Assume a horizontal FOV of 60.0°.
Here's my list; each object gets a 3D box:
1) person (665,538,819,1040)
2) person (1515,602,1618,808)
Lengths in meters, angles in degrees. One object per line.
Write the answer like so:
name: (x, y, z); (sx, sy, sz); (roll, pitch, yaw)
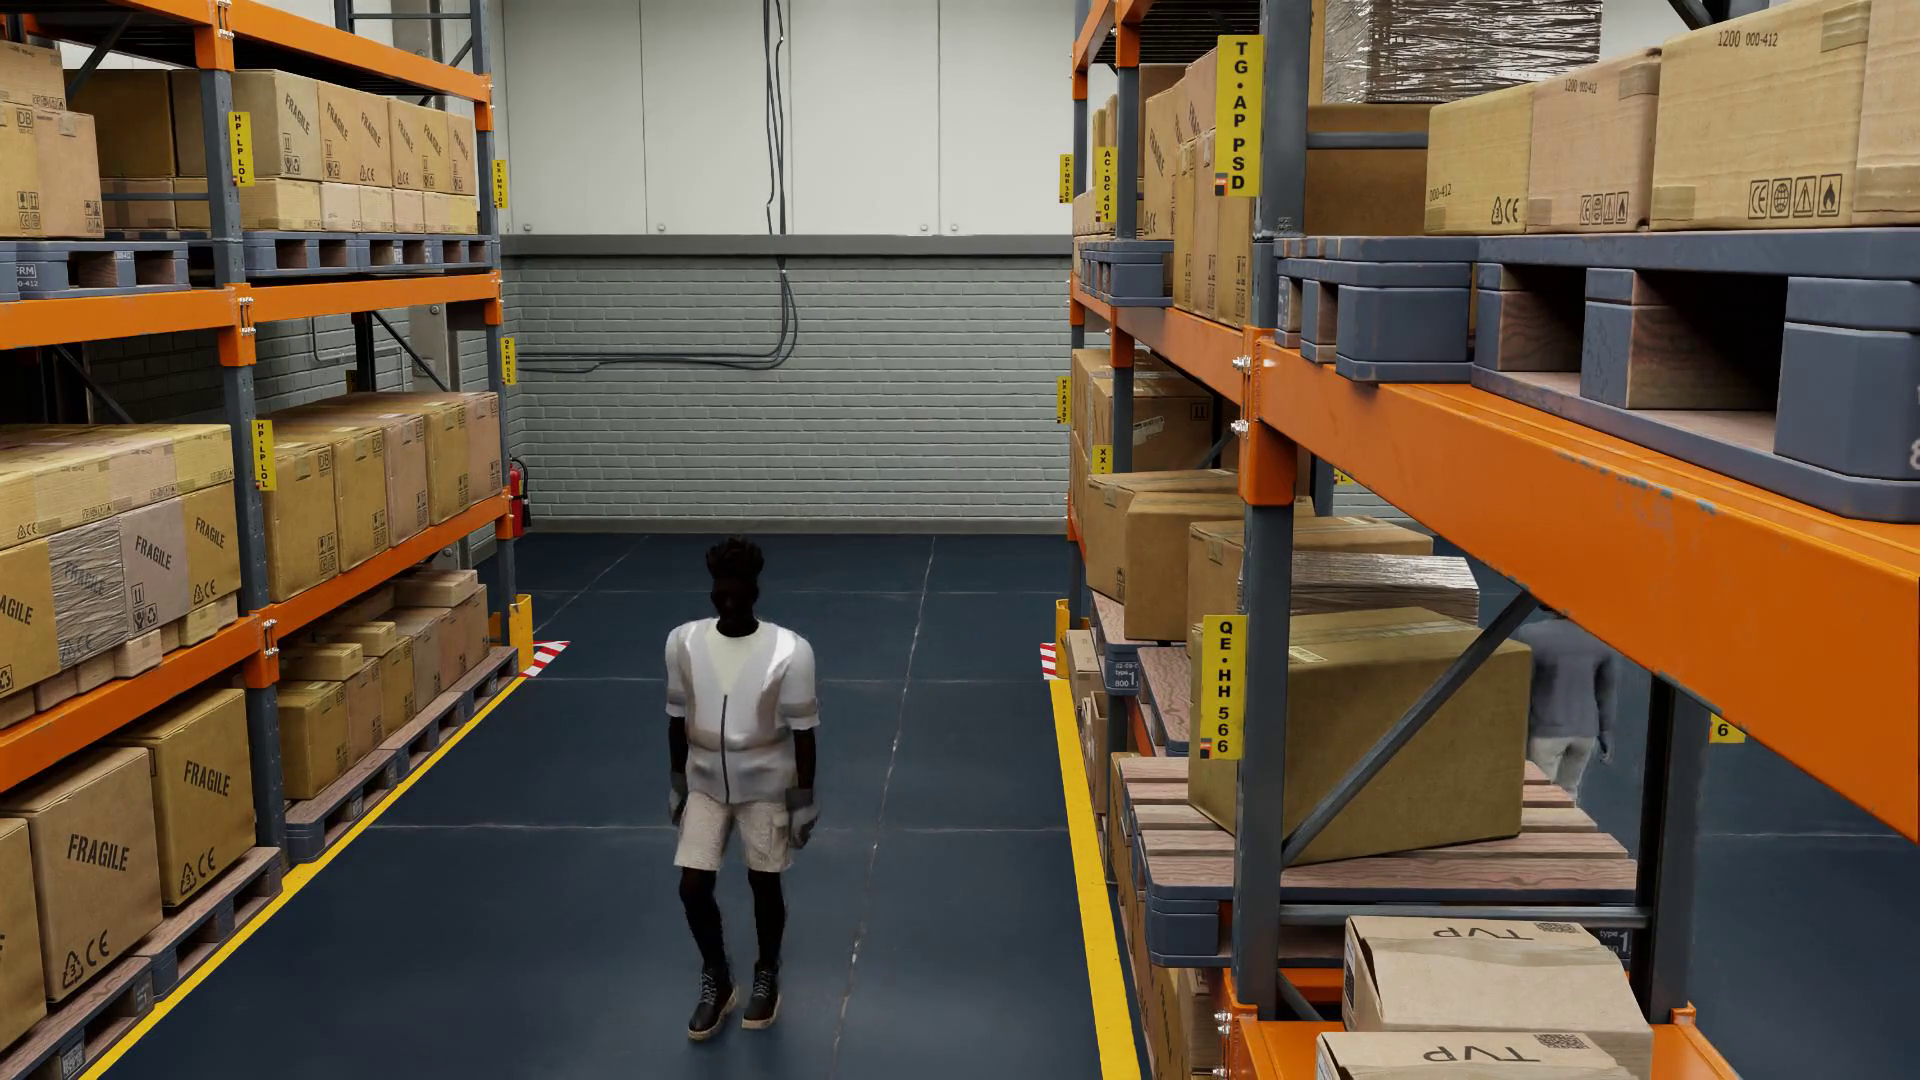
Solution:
person: (-0.852, 0.955, 6.316); (0.628, 1.941, 0.617); (2, 10, 10)
person: (2.757, 0.901, 7.548); (0.509, 1.619, 0.648); (-1, 10, -8)
